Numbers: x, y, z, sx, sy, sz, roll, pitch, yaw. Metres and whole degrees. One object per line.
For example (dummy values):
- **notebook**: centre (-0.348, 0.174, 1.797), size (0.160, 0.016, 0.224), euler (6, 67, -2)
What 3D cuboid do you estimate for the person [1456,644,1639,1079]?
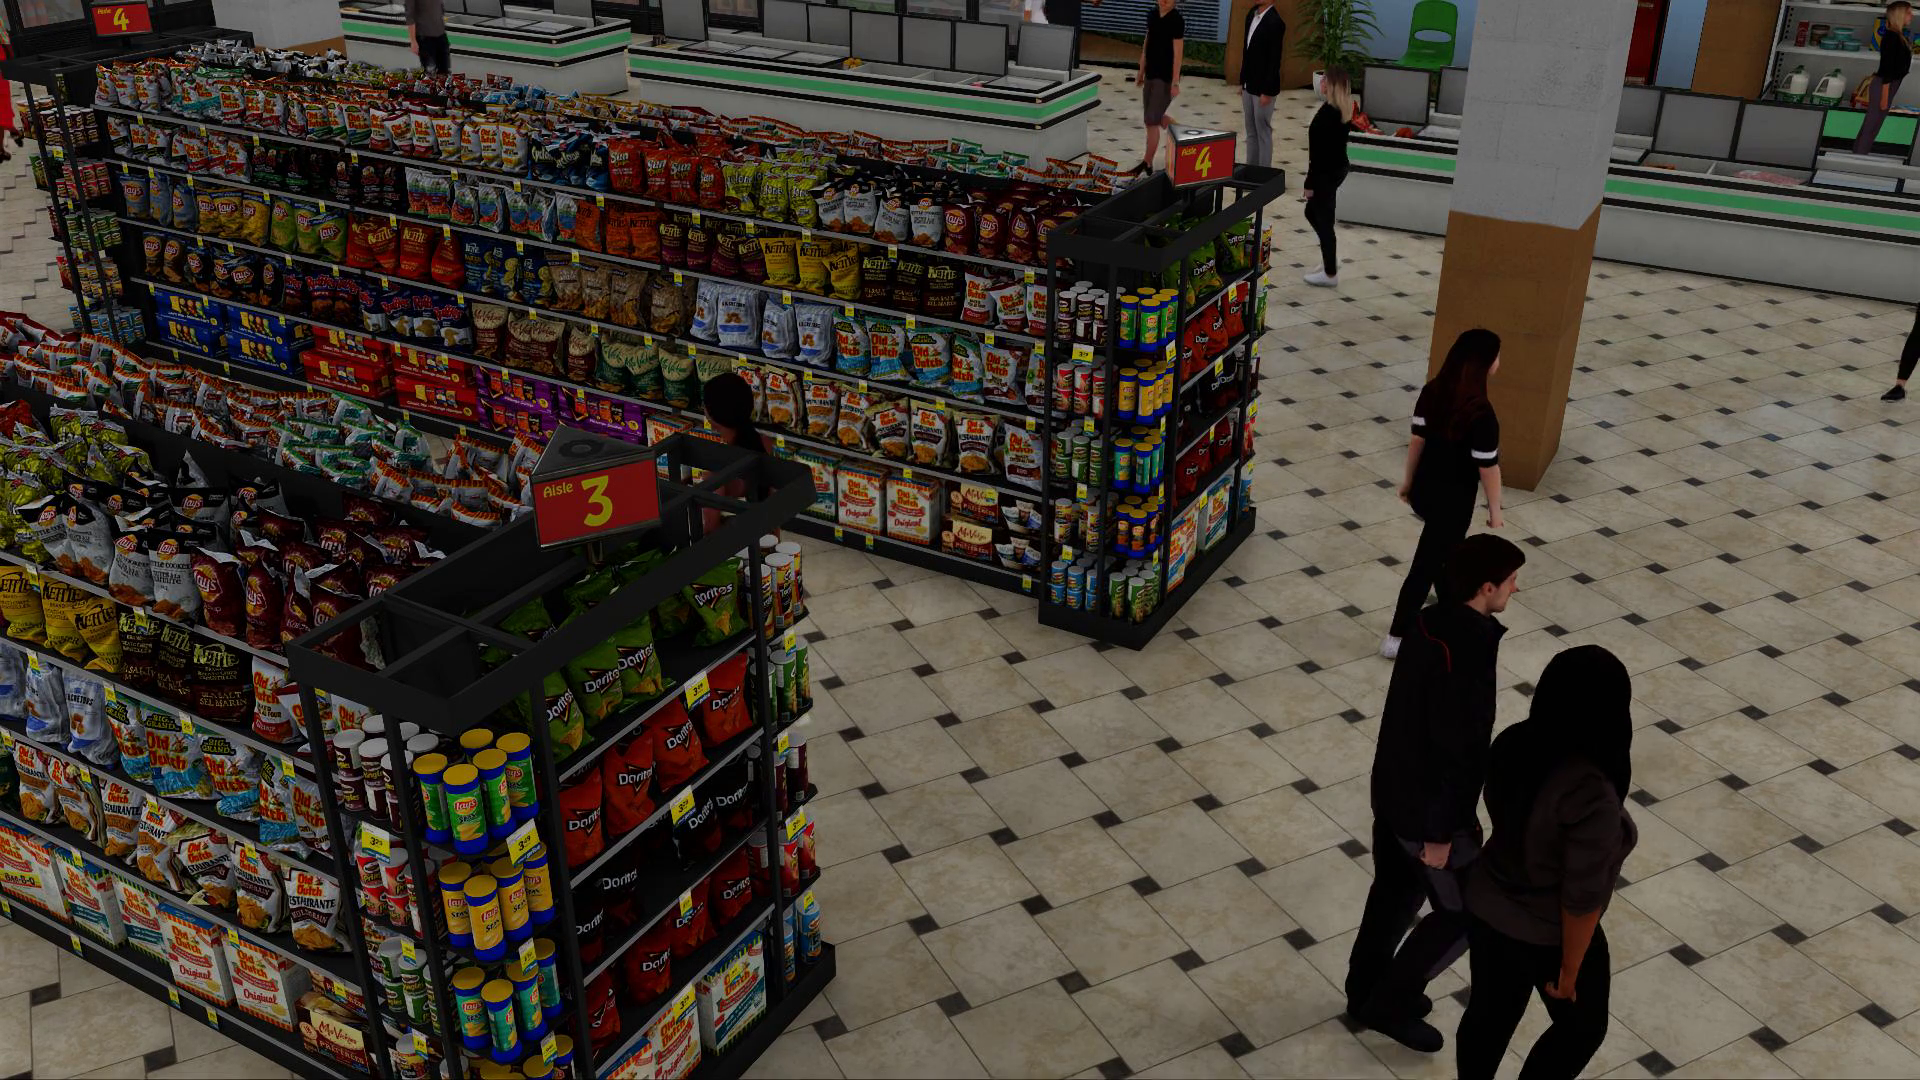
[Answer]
- **person**: centre (1.559, 1.150, 4.775), size (0.849, 1.828, 0.783), euler (-11, 29, -21)

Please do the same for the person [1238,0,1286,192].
- **person**: centre (2.746, -4.183, 15.157), size (0.851, 1.949, 0.777), euler (-8, 28, -16)

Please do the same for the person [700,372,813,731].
- **person**: centre (-0.810, 0.170, 6.801), size (0.641, 1.744, 0.552), euler (16, 31, 29)

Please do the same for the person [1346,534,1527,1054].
- **person**: centre (1.427, 0.838, 5.400), size (0.828, 1.818, 0.842), euler (4, 27, 7)

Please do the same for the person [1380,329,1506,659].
- **person**: centre (2.151, -0.168, 7.608), size (0.916, 1.616, 0.899), euler (-13, 30, -24)

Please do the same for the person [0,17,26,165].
- **person**: centre (-9.340, -4.492, 16.007), size (1.146, 1.731, 1.111), euler (-4, 27, -7)

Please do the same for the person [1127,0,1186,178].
- **person**: centre (1.959, -4.309, 15.541), size (1.122, 1.827, 1.127), euler (-10, 29, -19)

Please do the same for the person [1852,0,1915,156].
- **person**: centre (8.451, -4.091, 15.283), size (0.546, 1.672, 0.610), euler (12, 29, 22)

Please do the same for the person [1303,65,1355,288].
- **person**: centre (2.879, -2.723, 12.582), size (0.578, 1.673, 0.630), euler (14, 30, 25)

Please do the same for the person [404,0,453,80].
- **person**: centre (-5.564, -5.212, 17.256), size (1.008, 1.886, 0.721), euler (12, 29, 23)
